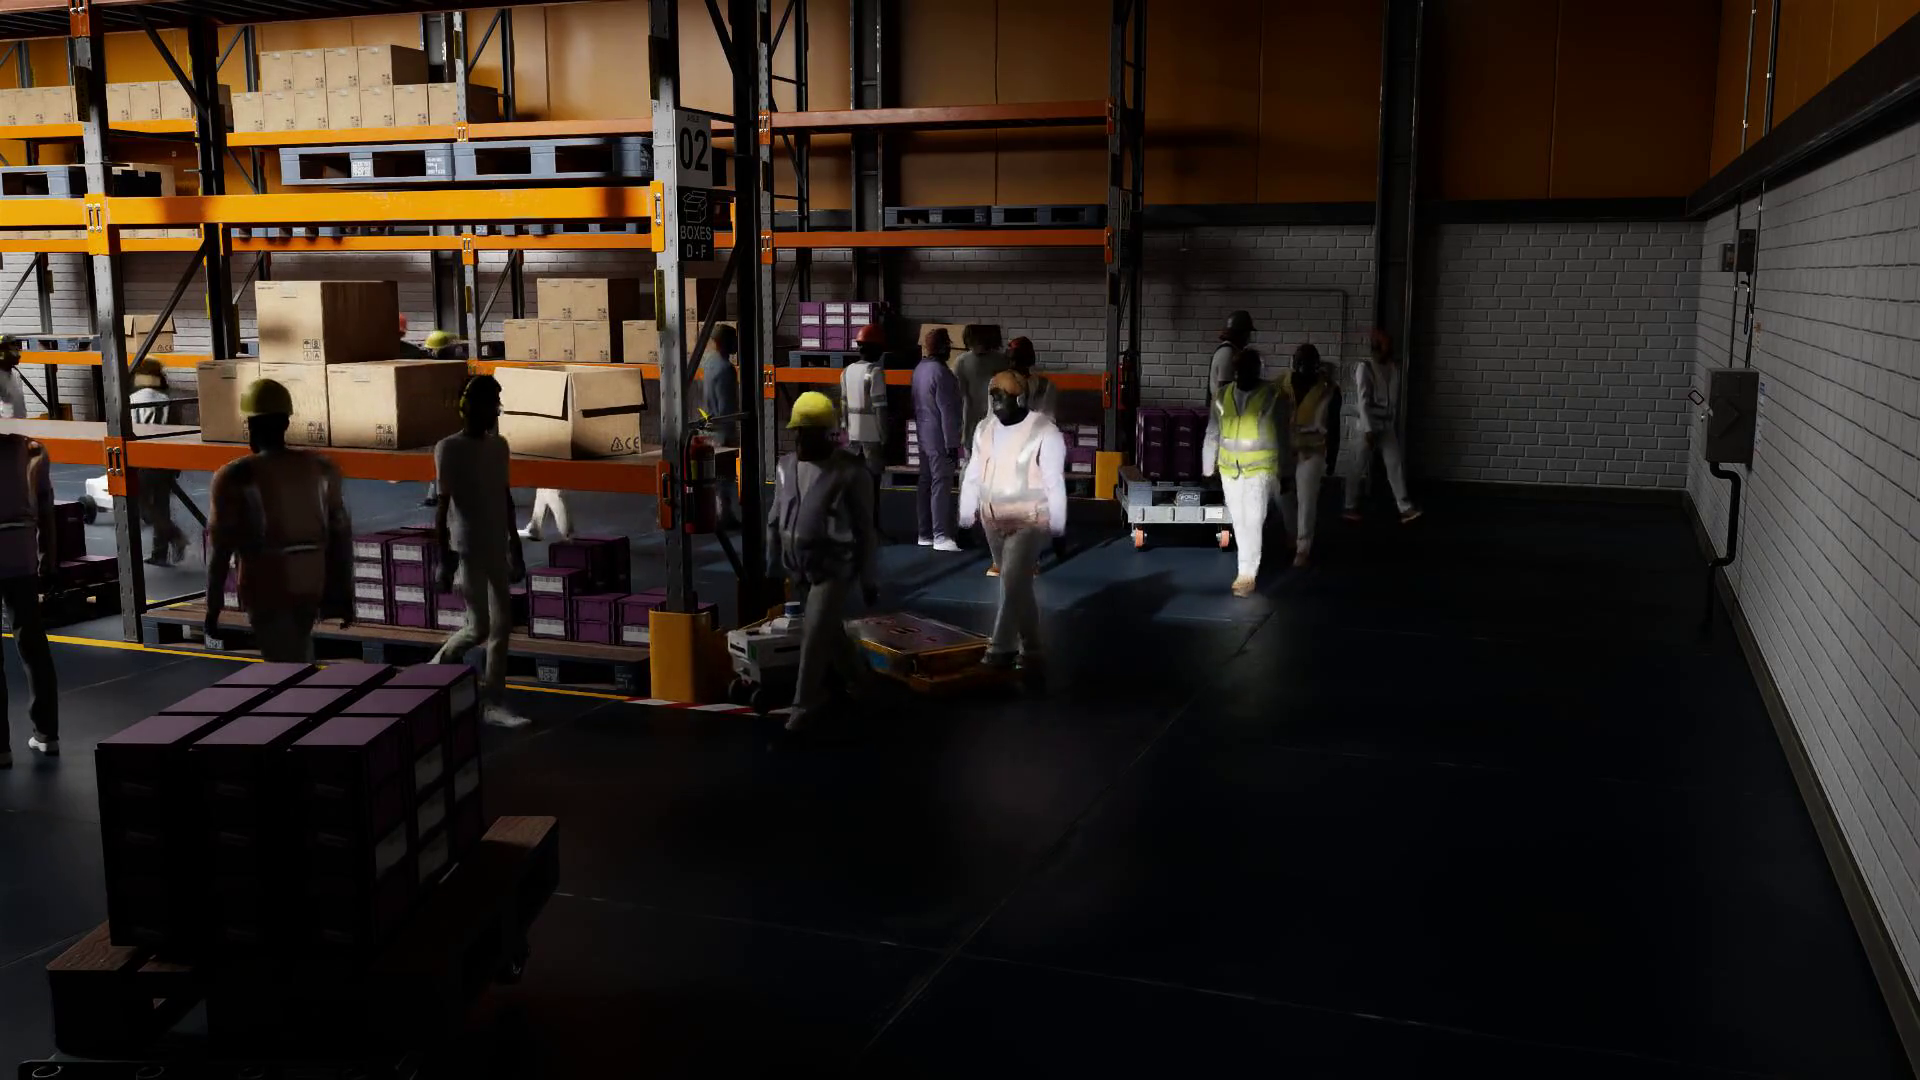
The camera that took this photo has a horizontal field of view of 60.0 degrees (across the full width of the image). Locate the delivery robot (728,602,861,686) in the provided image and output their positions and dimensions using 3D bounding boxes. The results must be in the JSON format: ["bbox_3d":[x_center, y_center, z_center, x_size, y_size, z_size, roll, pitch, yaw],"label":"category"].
[{"bbox_3d":[-0.910,0.583,9.154,0.707,0.478,0.477,-6,11,-33],"label":"delivery robot"}]

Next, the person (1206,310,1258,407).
[{"bbox_3d":[2.670,-1.232,16.191,0.536,2.000,0.701,2,9,12],"label":"person"}]

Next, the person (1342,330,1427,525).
[{"bbox_3d":[4.002,-1.057,15.736,0.583,1.831,0.976,-5,10,-28],"label":"person"}]

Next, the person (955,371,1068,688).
[{"bbox_3d":[0.232,-0.059,9.567,0.906,1.802,0.626,-9,13,-44],"label":"person"}]

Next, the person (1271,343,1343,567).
[{"bbox_3d":[2.817,-0.726,13.738,0.627,1.810,0.806,4,10,24],"label":"person"}]

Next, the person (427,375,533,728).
[{"bbox_3d":[-2.518,0.065,8.631,0.524,1.849,0.535,4,10,26],"label":"person"}]

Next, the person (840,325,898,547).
[{"bbox_3d":[-0.787,-0.901,14.471,0.374,1.928,0.542,-8,12,-42],"label":"person"}]

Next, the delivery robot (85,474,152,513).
[{"bbox_3d":[-7.954,-0.464,15.731,0.707,0.478,0.477,7,11,37],"label":"delivery robot"}]

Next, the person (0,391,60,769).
[{"bbox_3d":[-4.652,0.131,7.994,0.384,1.925,0.593,6,11,32],"label":"person"}]

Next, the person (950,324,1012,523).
[{"bbox_3d":[0.205,-1.097,15.836,0.672,1.899,0.389,-5,10,-30],"label":"person"}]

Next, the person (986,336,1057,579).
[{"bbox_3d":[0.461,-0.637,12.940,0.572,1.887,0.356,3,10,19],"label":"person"}]

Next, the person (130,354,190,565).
[{"bbox_3d":[-6.450,-0.631,13.390,0.563,1.726,0.505,4,10,24],"label":"person"}]

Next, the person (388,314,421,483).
[{"bbox_3d":[-6.505,-1.649,19.141,0.657,1.948,0.885,-4,10,-22],"label":"person"}]

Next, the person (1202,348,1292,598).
[{"bbox_3d":[2.071,-0.494,12.267,0.653,1.812,0.763,6,11,35],"label":"person"}]

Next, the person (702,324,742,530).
[{"bbox_3d":[-2.235,-1.010,15.199,0.579,1.925,0.634,-4,10,-22],"label":"person"}]

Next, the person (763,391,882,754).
[{"bbox_3d":[-0.685,0.126,8.497,0.586,1.791,0.929,7,11,38],"label":"person"}]

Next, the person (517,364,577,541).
[{"bbox_3d":[-3.593,-0.731,14.464,0.879,1.592,0.557,6,11,32],"label":"person"}]

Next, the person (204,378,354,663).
[{"bbox_3d":[-3.154,0.216,7.567,0.925,1.884,0.612,7,11,38],"label":"person"}]

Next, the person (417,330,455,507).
[{"bbox_3d":[-5.146,-1.218,16.828,0.733,1.815,0.595,2,9,10],"label":"person"}]

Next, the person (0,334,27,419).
[{"bbox_3d":[-8.541,-0.932,14.953,0.850,1.841,0.546,0,9,-2],"label":"person"}]

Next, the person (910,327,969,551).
[{"bbox_3d":[-0.169,-0.859,14.259,0.408,1.913,0.644,-4,10,-26],"label":"person"}]

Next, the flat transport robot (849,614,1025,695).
[{"bbox_3d":[-0.286,0.648,9.931,0.652,0.197,1.431,-6,11,-33],"label":"flat transport robot"}]
